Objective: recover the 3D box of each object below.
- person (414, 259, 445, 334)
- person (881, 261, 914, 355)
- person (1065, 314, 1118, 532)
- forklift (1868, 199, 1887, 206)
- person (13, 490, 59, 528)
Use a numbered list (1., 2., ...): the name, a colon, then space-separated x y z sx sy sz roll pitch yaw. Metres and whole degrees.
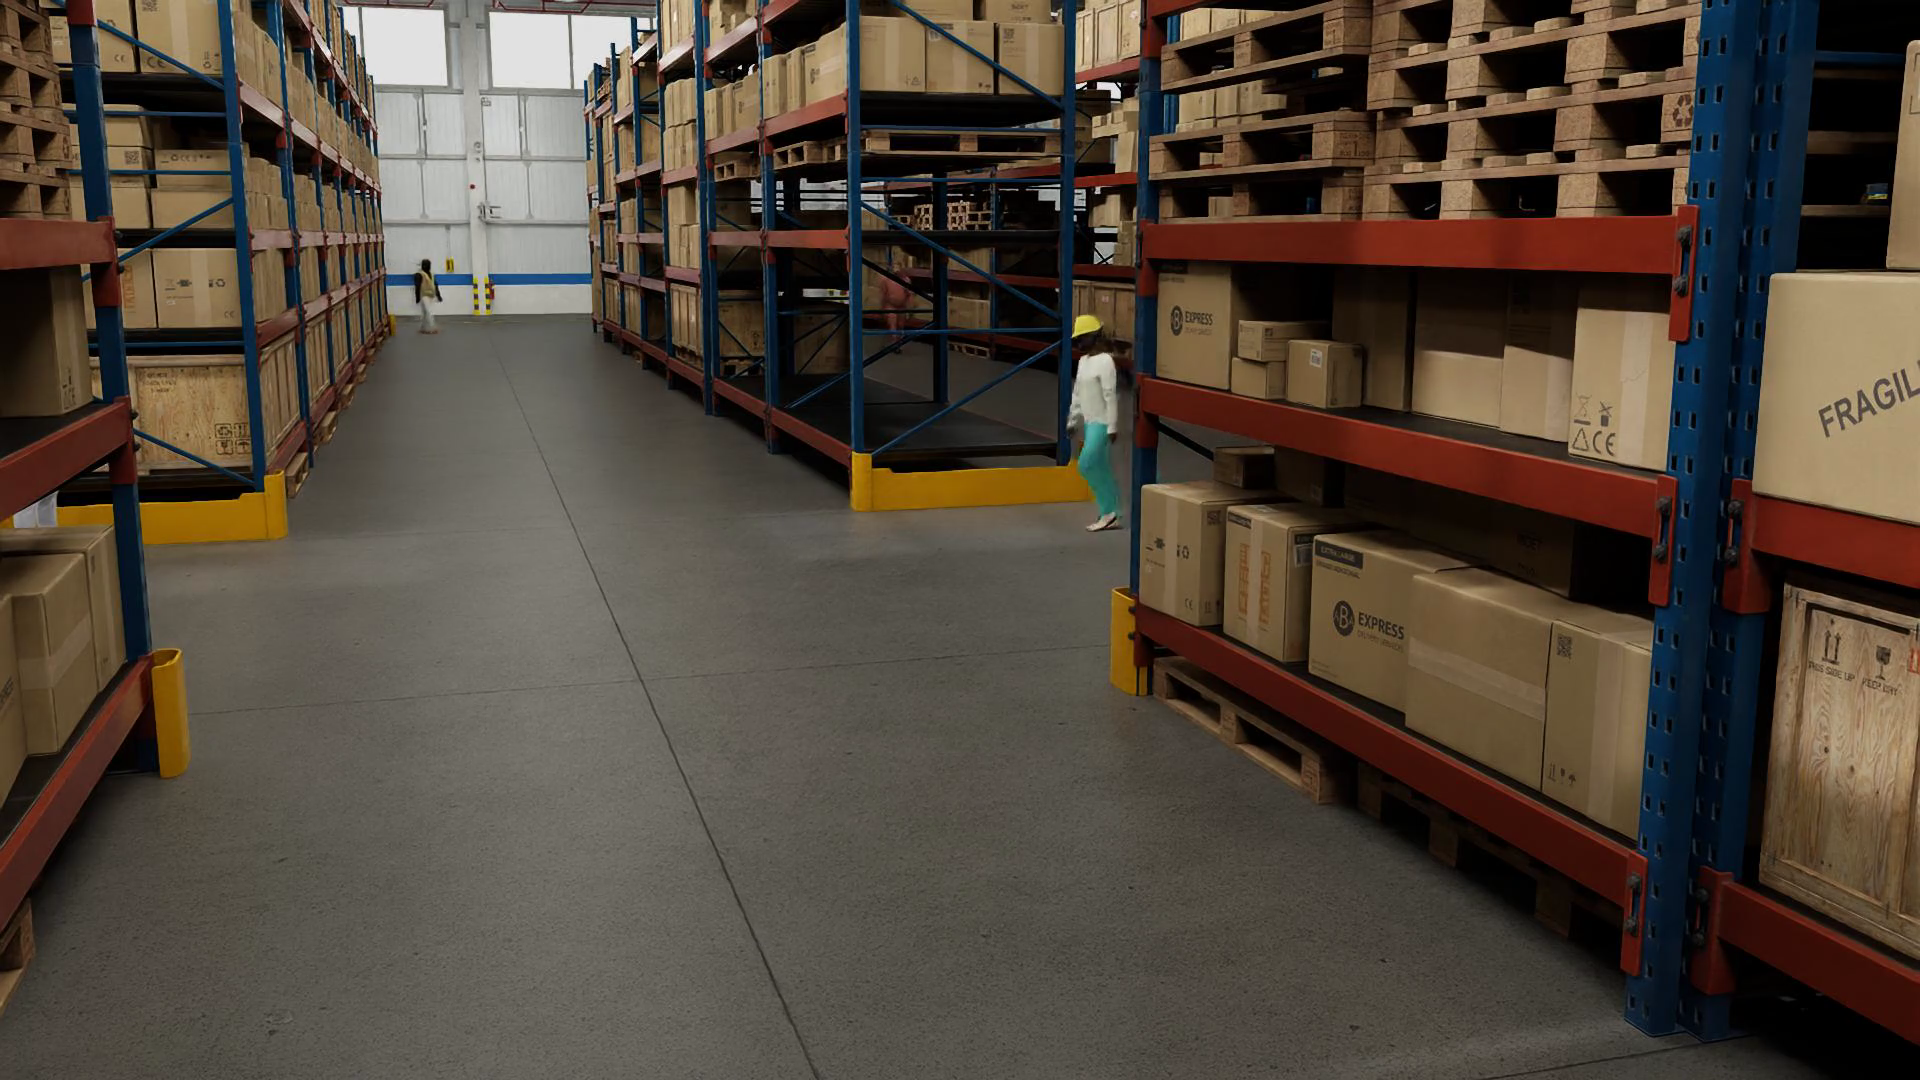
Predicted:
1. person: -12.820 -5.880 40.276 0.927 1.799 0.648 3 11 16
2. person: -1.273 -4.682 33.546 0.654 1.866 0.990 -3 11 -15
3. person: 1.084 -0.921 13.262 0.461 1.736 0.534 -3 11 -17
4. forklift: 11.338 -2.915 21.052 1.129 2.768 1.873 -3 11 -17
5. person: -6.515 -0.690 11.715 0.390 1.838 0.563 1 10 6
